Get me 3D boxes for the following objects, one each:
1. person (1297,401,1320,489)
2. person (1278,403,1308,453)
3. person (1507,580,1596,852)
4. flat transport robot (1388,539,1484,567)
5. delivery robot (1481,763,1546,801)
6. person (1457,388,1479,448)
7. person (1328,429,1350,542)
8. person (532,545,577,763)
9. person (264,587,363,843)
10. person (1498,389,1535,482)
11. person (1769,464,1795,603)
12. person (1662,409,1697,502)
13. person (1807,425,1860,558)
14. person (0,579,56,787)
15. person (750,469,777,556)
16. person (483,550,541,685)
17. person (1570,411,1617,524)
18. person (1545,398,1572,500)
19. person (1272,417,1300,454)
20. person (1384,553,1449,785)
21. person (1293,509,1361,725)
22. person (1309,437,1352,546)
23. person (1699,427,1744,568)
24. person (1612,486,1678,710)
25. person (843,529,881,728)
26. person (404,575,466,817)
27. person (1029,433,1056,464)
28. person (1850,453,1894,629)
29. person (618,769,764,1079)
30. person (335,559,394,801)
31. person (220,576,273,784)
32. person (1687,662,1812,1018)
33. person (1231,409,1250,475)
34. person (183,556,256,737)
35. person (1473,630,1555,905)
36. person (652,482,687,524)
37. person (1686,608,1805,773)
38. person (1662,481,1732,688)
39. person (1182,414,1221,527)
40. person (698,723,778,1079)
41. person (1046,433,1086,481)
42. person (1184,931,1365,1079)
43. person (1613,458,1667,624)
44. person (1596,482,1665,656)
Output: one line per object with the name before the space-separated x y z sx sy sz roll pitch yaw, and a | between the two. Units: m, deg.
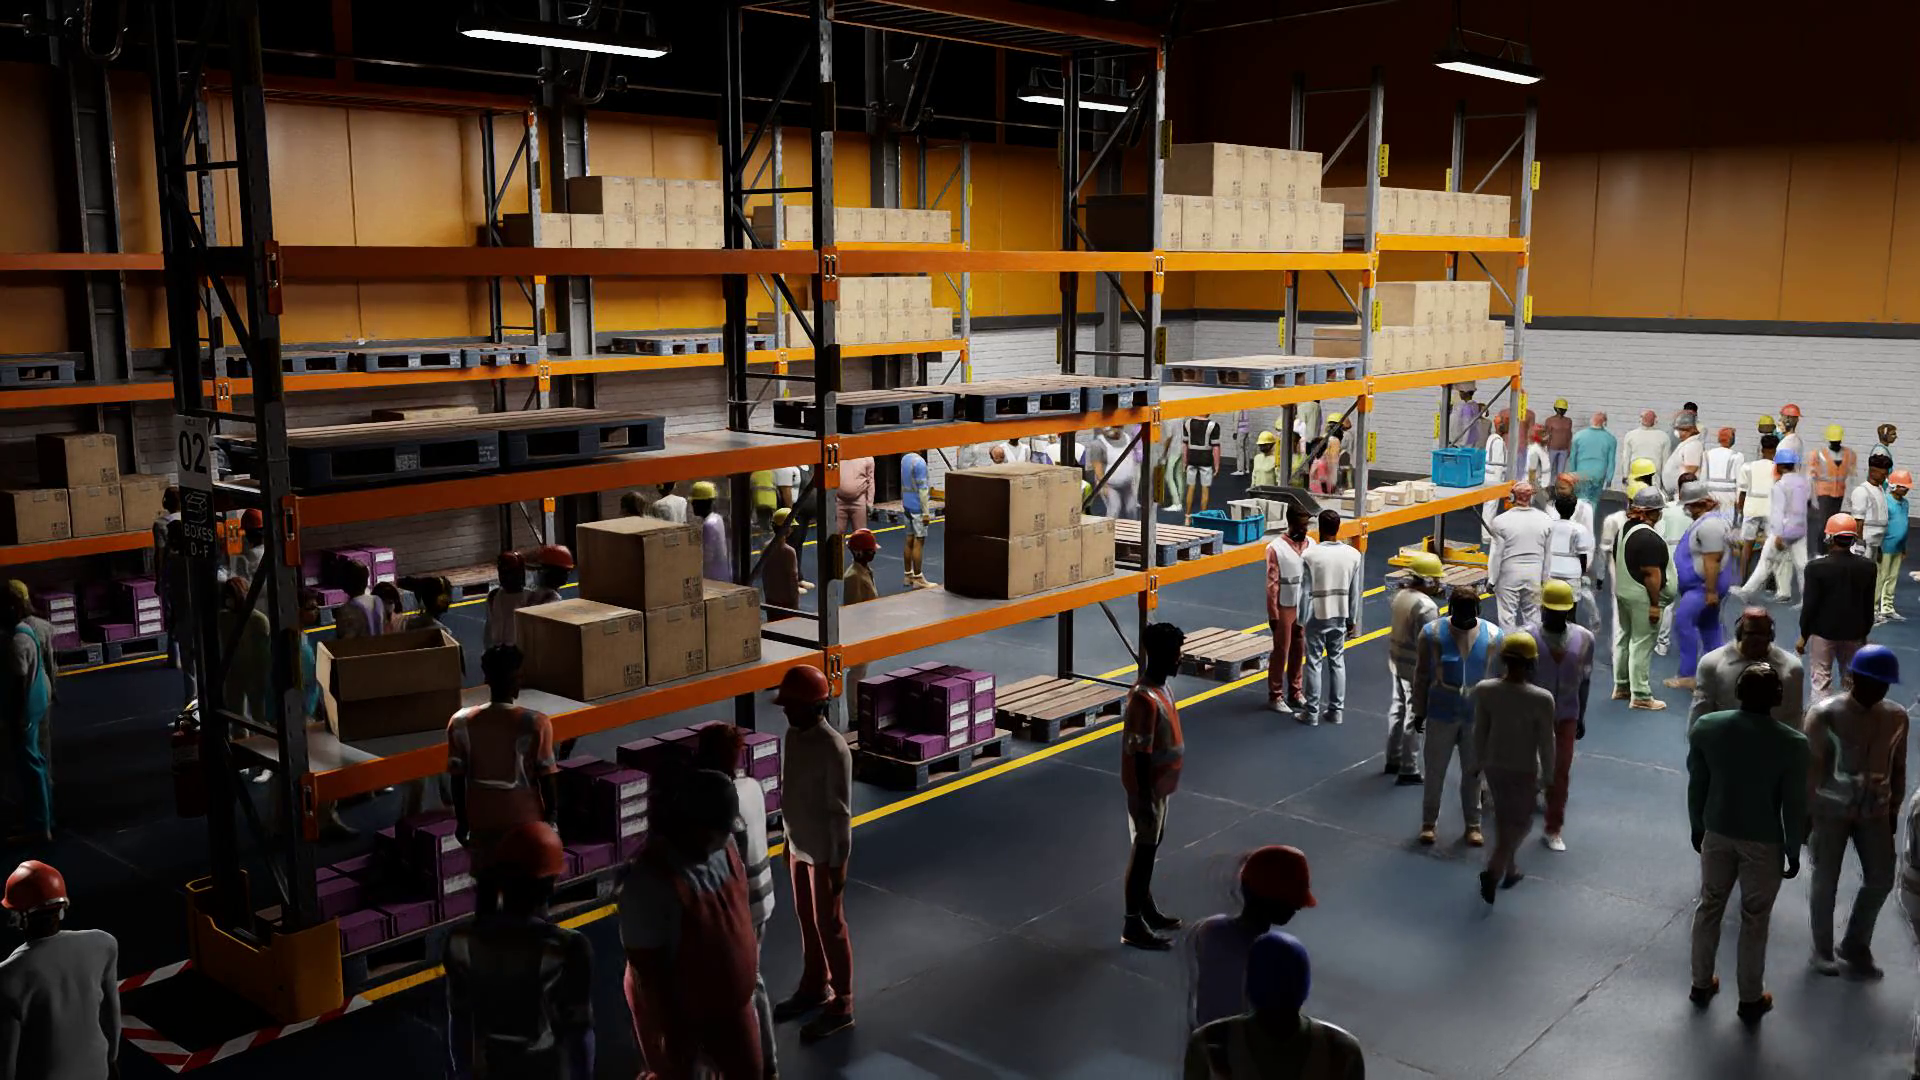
person | 5.992 -1.743 28.823 0.386 1.992 0.624 9 13 43
person | 5.236 -1.267 26.337 0.353 1.880 0.576 -7 12 -36
person | 4.111 1.177 11.703 0.594 1.904 0.698 1 10 5
flat transport robot | 6.441 0.185 22.456 0.652 0.197 1.431 9 13 44
delivery robot | 4.161 1.688 12.357 0.707 0.478 0.477 -5 11 -28
person | 8.661 -1.712 28.501 0.393 2.041 0.614 5 11 29
person | 5.427 -0.786 24.033 0.319 1.691 0.538 -4 10 -21
person | -3.110 0.986 12.806 0.559 1.900 0.552 -8 12 -38
person | -4.521 1.223 11.639 0.725 1.818 0.580 -4 10 -23
person | 9.407 -1.614 28.168 0.635 1.969 0.698 4 10 24
person | 9.855 -0.100 19.891 0.340 1.706 0.645 9 13 44
person | 10.839 -1.019 24.912 0.877 1.865 0.646 5 11 29
person | 11.766 -0.610 22.381 0.621 1.888 0.618 0 10 -3
person | -6.928 1.149 12.371 0.463 1.731 0.489 5 11 30
person | -2.504 -0.485 21.580 0.627 1.928 0.474 2 10 13
person | -3.397 1.011 12.724 0.575 1.883 0.355 4 10 21
person | 9.357 -0.971 24.606 0.642 1.869 0.904 3 10 16
person | 10.169 -1.533 28.274 0.525 1.762 0.340 -2 10 -15
person | 4.839 -1.002 25.144 0.560 1.726 0.798 4 10 25
person | 3.568 1.005 12.971 0.427 1.817 0.594 -2 10 -11
person | 3.228 0.683 14.620 0.598 1.907 0.409 -3 10 -20
person | 5.097 -0.636 23.279 0.882 1.651 0.522 2 10 15
person | 10.126 -0.563 22.112 0.337 1.882 0.584 -7 12 -37
person | 6.272 0.514 15.215 0.538 2.000 0.684 -1 10 -3
person | -0.849 0.767 14.558 0.327 1.752 0.561 1 10 4
person | -3.718 1.163 11.948 0.754 1.834 0.525 -8 12 -40
person | 1.366 -1.419 27.372 0.394 1.836 0.561 -9 13 -42
person | 10.083 0.012 18.457 0.603 1.959 0.379 -9 13 -43
person | -1.084 1.895 6.974 0.674 2.000 0.704 6 11 32
person | -4.526 1.052 12.584 0.332 1.844 0.516 3 10 19
person | -5.600 1.089 13.000 0.497 1.633 0.285 3 10 16
person | 4.249 1.610 9.020 0.371 1.932 0.629 -9 13 -43
person | 5.367 -2.051 31.765 0.318 1.630 0.513 6 11 33
person | -6.057 0.874 13.482 0.435 1.900 0.612 -8 12 -39
person | 3.487 1.440 10.578 0.533 1.742 0.726 9 13 42
person | -3.122 0.163 17.821 0.312 1.869 0.535 6 11 30
person | 5.009 1.366 10.652 0.672 1.855 0.966 5 11 27
person | 7.016 0.408 15.848 0.691 2.000 0.710 4 10 22
person | 3.698 -1.188 25.424 0.613 2.031 0.403 6 11 30
person | -1.090 1.803 8.049 0.383 1.875 0.579 3 10 16
person | 1.468 -0.706 23.074 0.563 1.847 0.388 0 10 0
person | 1.014 2.198 5.454 0.615 1.944 0.407 0 10 2
person | 7.521 0.049 18.363 0.383 1.917 0.584 -1 10 -7
person | 6.742 0.353 16.665 0.583 1.870 1.000 1 10 4
